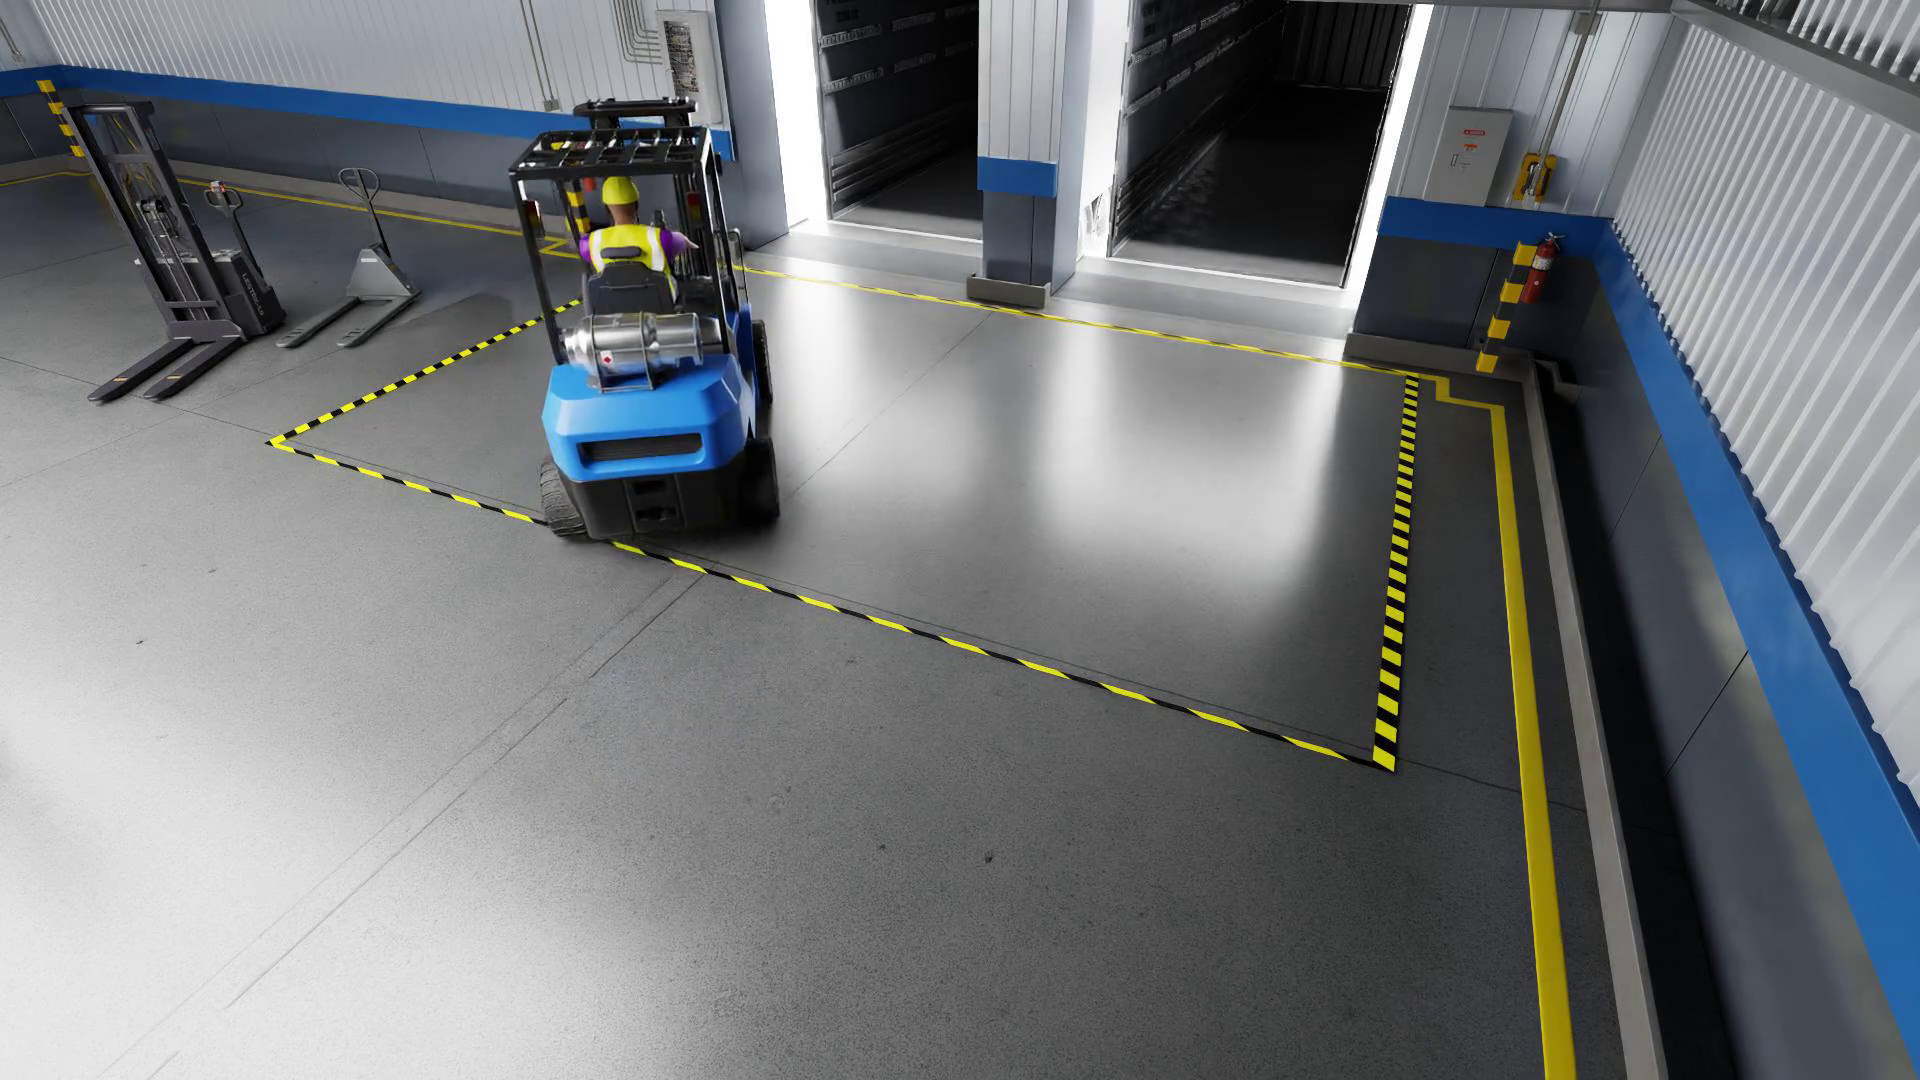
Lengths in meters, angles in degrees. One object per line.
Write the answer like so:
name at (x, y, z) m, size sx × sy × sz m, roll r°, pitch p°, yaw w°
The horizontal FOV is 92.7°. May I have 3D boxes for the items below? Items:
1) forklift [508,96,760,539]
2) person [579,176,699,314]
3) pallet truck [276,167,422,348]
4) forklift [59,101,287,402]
forklift at (-2.003, -1.560, 5.941) m, size 1.157 × 2.036 × 2.680 m, roll -6°, pitch 35°, yaw -8°
person at (-2.006, -1.747, 5.883) m, size 0.635 × 1.293 × 1.004 m, roll -6°, pitch 35°, yaw -8°
pallet truck at (-5.732, -2.611, 8.414) m, size 0.680 × 1.201 × 1.601 m, roll -1°, pitch 35°, yaw -1°
forklift at (-6.686, -2.387, 7.434) m, size 0.823 × 1.965 × 1.885 m, roll -3°, pitch 35°, yaw -5°
